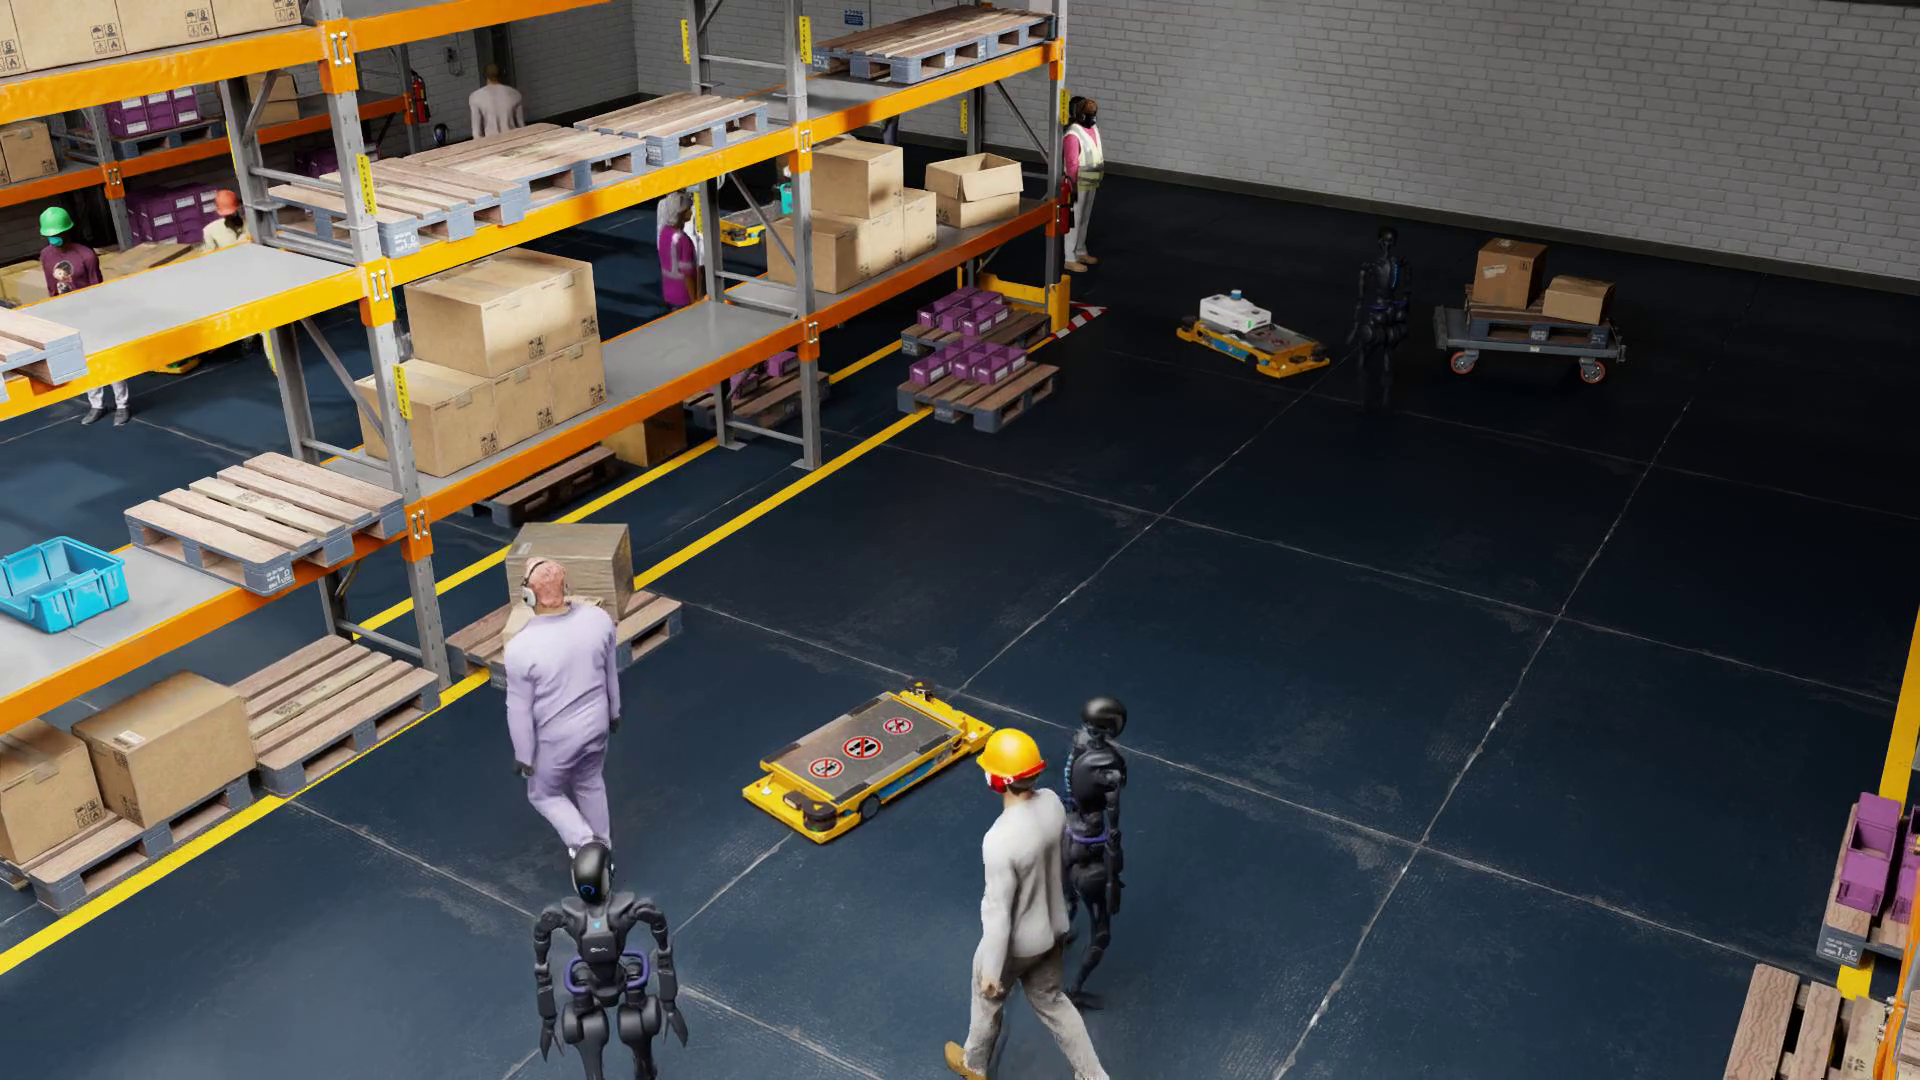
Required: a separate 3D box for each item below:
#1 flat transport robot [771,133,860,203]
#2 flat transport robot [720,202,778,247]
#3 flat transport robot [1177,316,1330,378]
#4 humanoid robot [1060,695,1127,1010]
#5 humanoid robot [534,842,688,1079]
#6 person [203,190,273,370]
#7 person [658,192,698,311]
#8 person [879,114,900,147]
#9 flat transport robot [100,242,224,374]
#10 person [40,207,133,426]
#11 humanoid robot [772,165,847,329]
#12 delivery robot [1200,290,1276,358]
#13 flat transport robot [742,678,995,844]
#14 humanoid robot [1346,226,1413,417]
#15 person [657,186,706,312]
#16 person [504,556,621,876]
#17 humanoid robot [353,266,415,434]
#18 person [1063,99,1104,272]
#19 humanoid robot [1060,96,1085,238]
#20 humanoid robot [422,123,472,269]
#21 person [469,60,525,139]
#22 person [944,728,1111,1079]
[{"bbox_3d":[-1.544,-4.208,20.490,1.431,0.231,0.659,-11,29,-21],"label":"flat transport robot"},{"bbox_3d":[-2.254,-3.729,19.545,0.659,0.231,1.431,24,36,39],"label":"flat transport robot"},{"bbox_3d":[2.798,-1.893,15.927,0.659,0.231,1.431,-17,32,-30],"label":"flat transport robot"},{"bbox_3d":[0.587,1.418,7.858,0.341,1.627,0.651,-9,28,-17],"label":"humanoid robot"},{"bbox_3d":[-1.461,1.893,6.940,0.613,1.639,0.700,-4,27,-9],"label":"humanoid robot"},{"bbox_3d":[-6.672,-2.476,15.491,0.590,1.703,0.810,-11,29,-20],"label":"person"},{"bbox_3d":[-2.521,-2.182,14.782,0.712,1.822,0.501,-15,30,-27],"label":"person"},{"bbox_3d":[-0.914,-5.333,21.195,0.279,1.633,0.498,6,27,11],"label":"person"},{"bbox_3d":[-7.406,-1.939,16.019,0.659,0.231,1.431,4,27,8],"label":"flat transport robot"},{"bbox_3d":[-7.424,-1.886,14.082,0.479,1.935,0.450,2,27,4],"label":"person"},{"bbox_3d":[-1.358,-2.813,16.178,0.545,1.798,0.915,19,33,33],"label":"humanoid robot"},{"bbox_3d":[2.665,-2.092,16.024,0.499,0.613,0.796,-19,33,-33],"label":"delivery robot"},{"bbox_3d":[-0.514,1.265,9.705,0.659,0.231,1.431,23,35,38],"label":"flat transport robot"},{"bbox_3d":[3.646,-1.875,14.342,0.590,1.637,0.416,-11,29,-20],"label":"humanoid robot"},{"bbox_3d":[-2.652,-2.676,15.831,0.571,1.746,0.345,14,30,26],"label":"person"},{"bbox_3d":[-1.994,0.970,8.498,0.466,1.885,0.673,18,32,31],"label":"person"},{"bbox_3d":[-4.548,-1.634,13.814,1.054,1.729,0.540,-18,32,-31],"label":"humanoid robot"},{"bbox_3d":[1.341,-3.859,18.065,0.429,1.841,0.632,12,29,23],"label":"person"},{"bbox_3d":[1.294,-4.238,18.992,0.329,1.645,0.599,-16,31,-29],"label":"humanoid robot"},{"bbox_3d":[-5.500,-3.684,17.952,0.599,1.646,0.734,-5,27,-9],"label":"humanoid robot"},{"bbox_3d":[-5.411,-4.662,19.574,0.637,1.916,0.457,-11,29,-21],"label":"person"},{"bbox_3d":[0.309,1.683,7.138,0.831,1.859,0.619,18,32,31],"label":"person"}]
